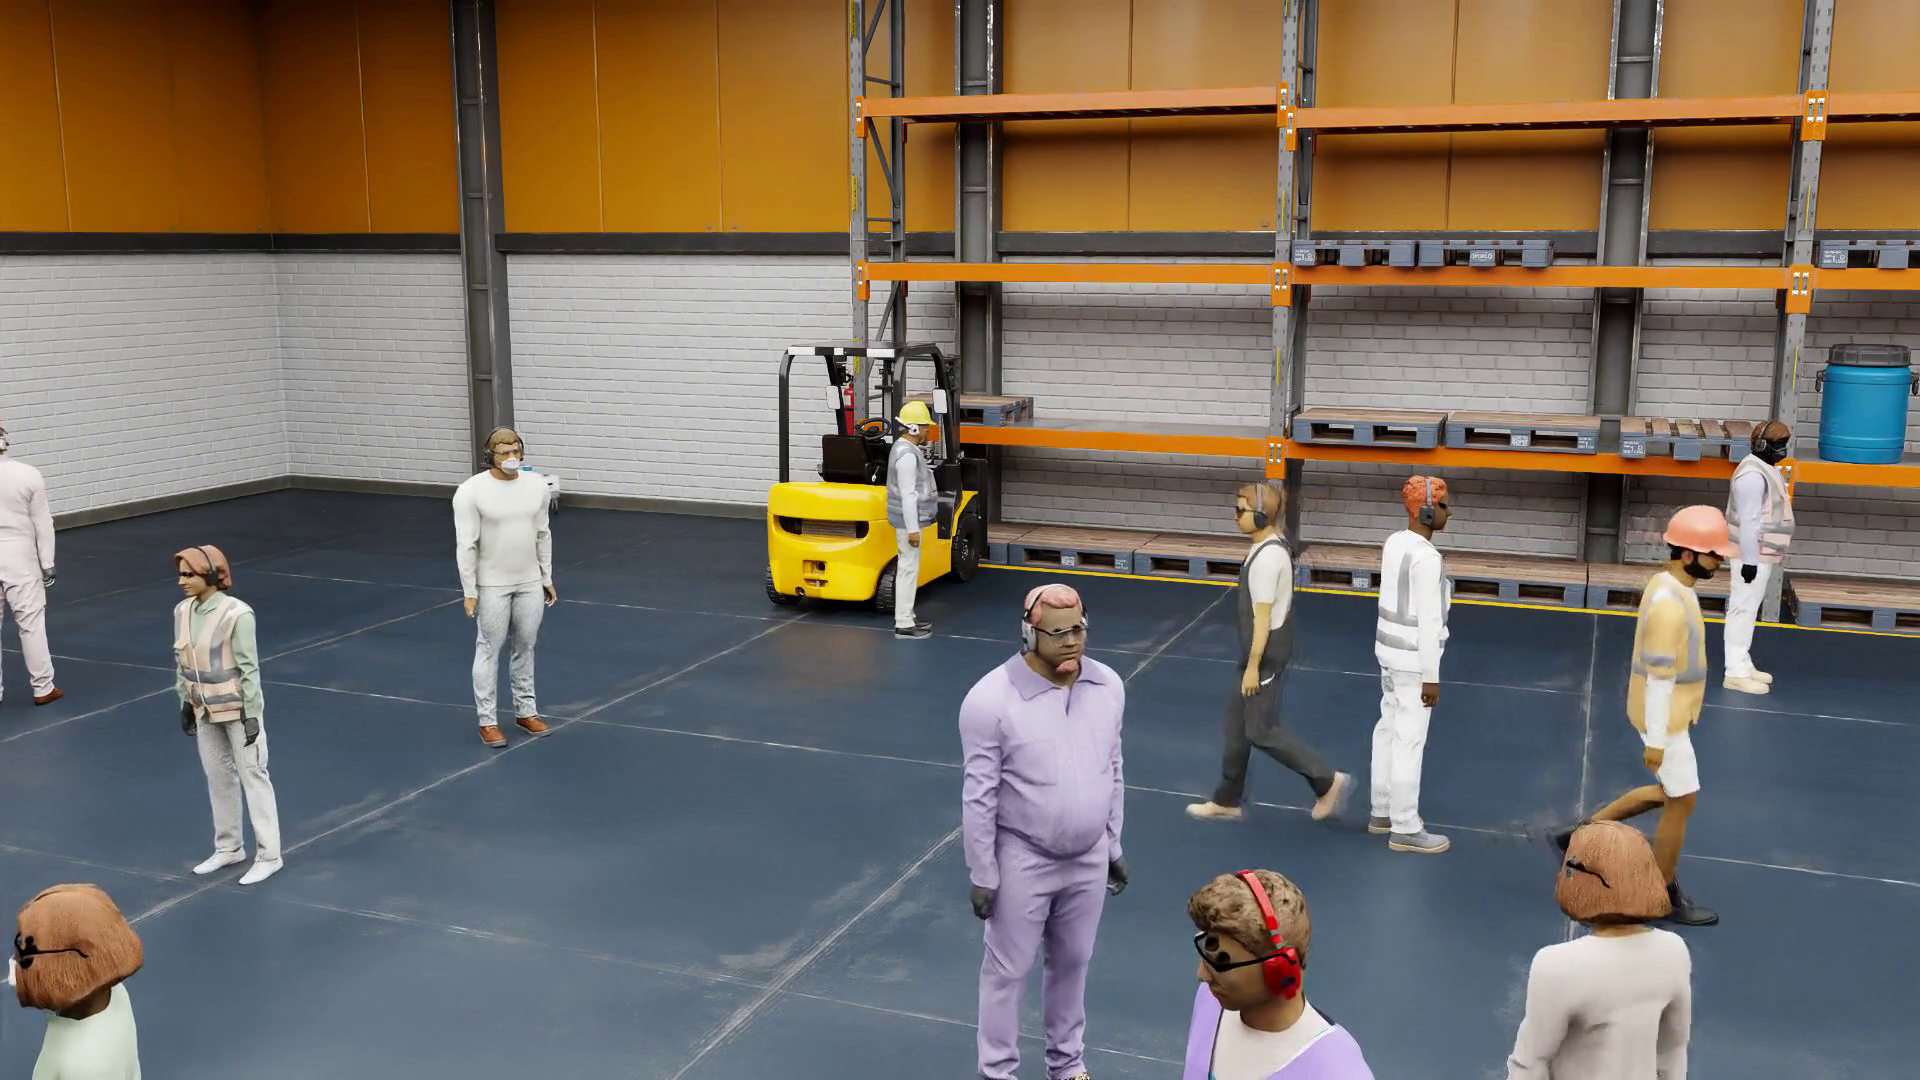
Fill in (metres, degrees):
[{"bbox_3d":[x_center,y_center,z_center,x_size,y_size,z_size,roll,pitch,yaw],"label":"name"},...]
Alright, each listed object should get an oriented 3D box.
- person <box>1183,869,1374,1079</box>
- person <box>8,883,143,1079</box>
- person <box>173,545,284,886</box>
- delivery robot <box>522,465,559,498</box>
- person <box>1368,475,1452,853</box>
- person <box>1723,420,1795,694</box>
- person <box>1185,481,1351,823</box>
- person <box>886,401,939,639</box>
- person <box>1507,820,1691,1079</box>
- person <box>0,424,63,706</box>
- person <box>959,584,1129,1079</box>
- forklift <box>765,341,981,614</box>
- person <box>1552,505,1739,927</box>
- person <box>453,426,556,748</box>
[{"bbox_3d":[0.617,1.532,3.350,0.389,1.837,0.563,-4,11,-21],"label":"person"},{"bbox_3d":[-1.958,1.557,3.772,0.284,1.636,0.500,-5,11,-28],"label":"person"},{"bbox_3d":[-3.490,0.824,7.883,0.521,1.632,0.324,5,11,27],"label":"person"},{"bbox_3d":[-4.798,-0.587,18.466,0.477,0.478,0.707,7,12,34],"label":"delivery robot"},{"bbox_3d":[2.269,0.613,8.349,0.354,1.881,0.576,-1,10,-5],"label":"person"},{"bbox_3d":[5.421,0.103,11.309,0.430,1.841,0.624,6,12,32],"label":"person"},{"bbox_3d":[1.604,0.603,8.579,0.764,1.824,0.534,1,10,5],"label":"person"},{"bbox_3d":[-0.365,-0.155,12.802,0.403,1.823,0.592,0,10,-2],"label":"person"},{"bbox_3d":[1.632,1.504,4.146,0.510,1.608,0.718,-5,12,-28],"label":"person"},{"bbox_3d":[-6.232,0.158,10.831,0.637,1.903,0.406,-4,11,-20],"label":"person"},{"bbox_3d":[0.315,1.084,5.659,0.643,1.908,0.399,-6,12,-30],"label":"person"},{"bbox_3d":[-0.739,-0.602,14.246,1.214,2.155,2.313,4,11,21],"label":"forklift"},{"bbox_3d":[3.067,0.769,7.397,0.632,1.911,0.563,4,11,21],"label":"person"},{"bbox_3d":[-2.740,0.271,10.094,0.630,1.938,0.366,-10,14,-43],"label":"person"}]
